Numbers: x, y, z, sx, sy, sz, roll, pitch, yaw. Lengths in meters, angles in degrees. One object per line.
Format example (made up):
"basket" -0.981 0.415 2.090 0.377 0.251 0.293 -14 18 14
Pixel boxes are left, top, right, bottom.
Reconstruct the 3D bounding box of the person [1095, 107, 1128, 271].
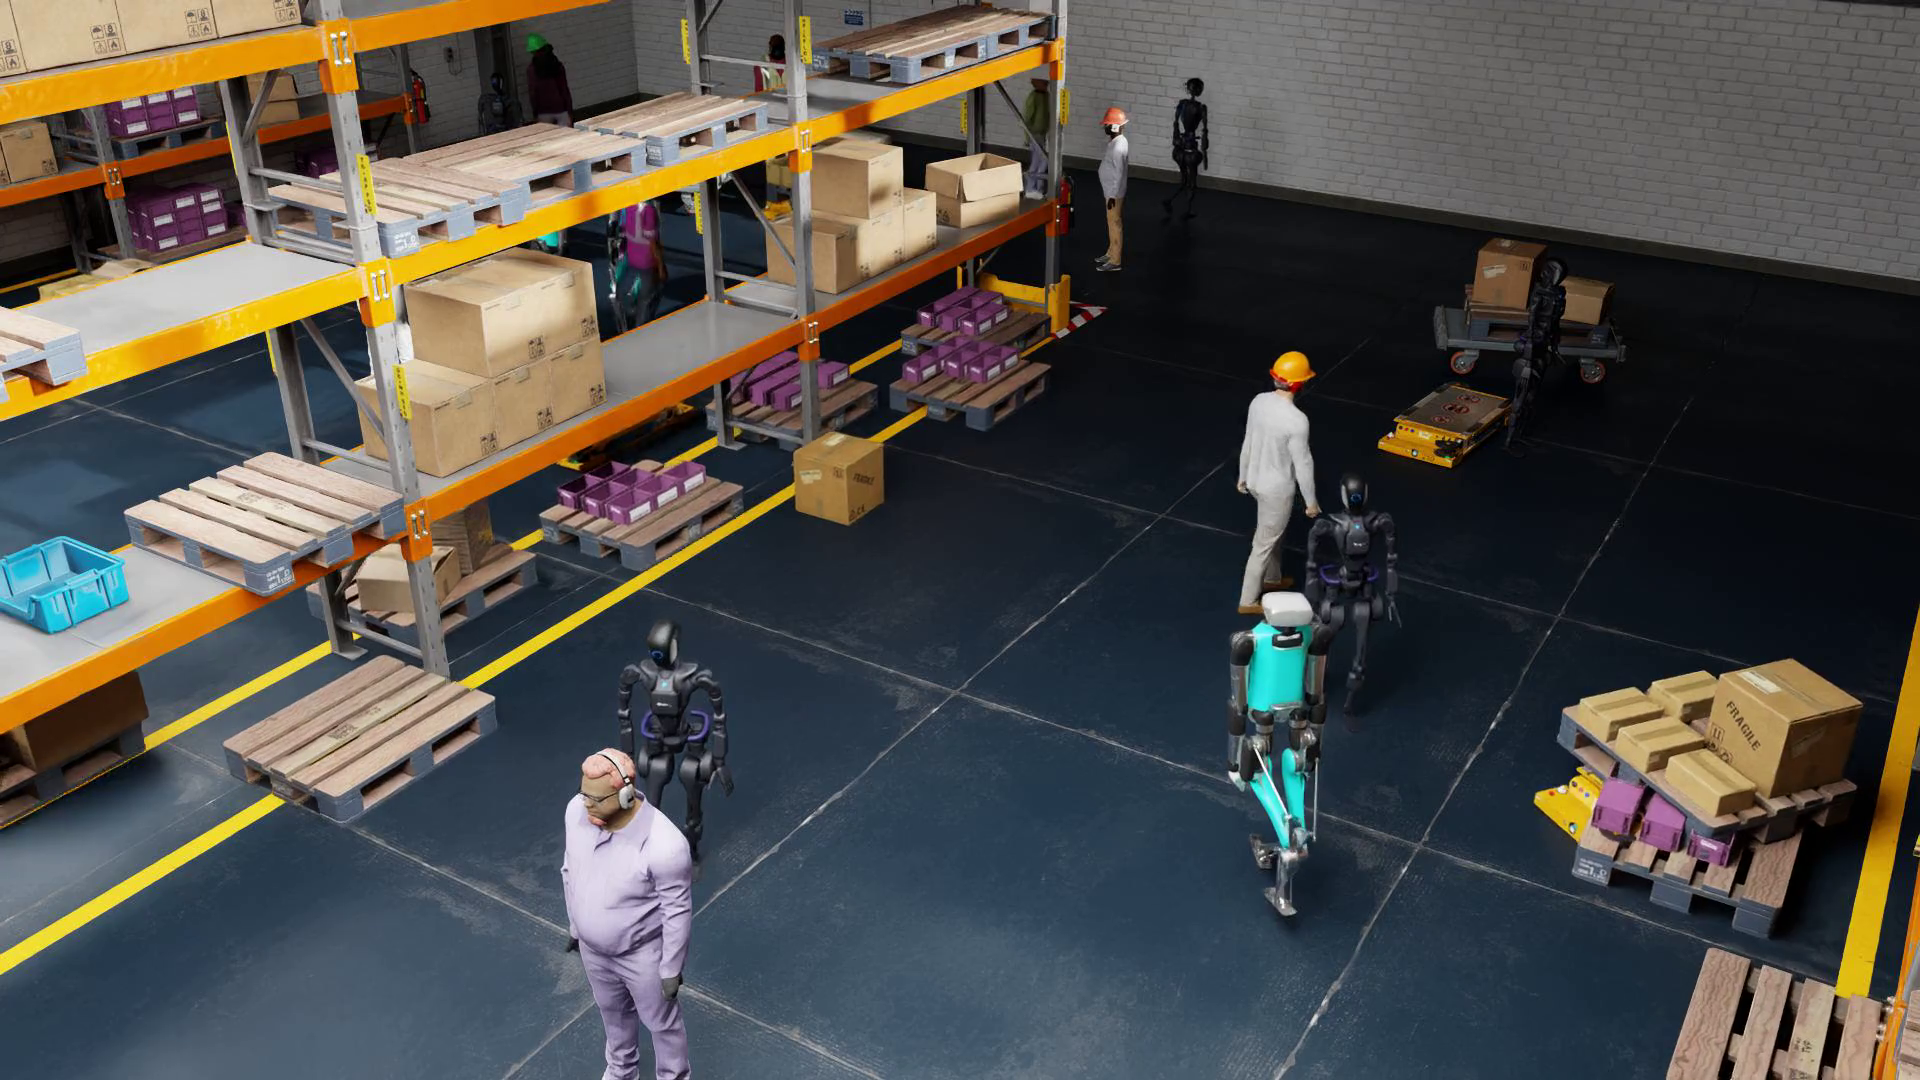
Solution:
"person" 1.653 -3.812 18.068 0.328 1.751 0.567 1 27 3

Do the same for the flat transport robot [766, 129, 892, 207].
"flat transport robot" -1.613 -4.072 20.222 1.431 0.231 0.659 20 33 34

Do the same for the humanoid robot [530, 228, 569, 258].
"humanoid robot" -3.916 -2.365 15.323 0.530 1.859 0.713 24 35 38

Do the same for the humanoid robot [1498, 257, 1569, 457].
"humanoid robot" 4.733 -1.517 13.618 0.315 1.654 0.599 24 35 39

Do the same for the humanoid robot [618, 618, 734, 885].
"humanoid robot" -1.455 1.087 8.510 0.596 1.645 0.407 1 27 2

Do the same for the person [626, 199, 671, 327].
"person" -2.930 -2.658 15.710 0.474 1.824 0.546 -15 31 -27

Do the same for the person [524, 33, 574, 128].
"person" -5.164 -5.470 21.178 0.605 1.908 0.461 -9 28 -18

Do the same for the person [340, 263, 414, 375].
"person" -5.183 -2.287 14.861 0.630 1.938 0.363 -2 27 -3

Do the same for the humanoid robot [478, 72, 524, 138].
"humanoid robot" -5.585 -4.860 20.250 0.590 1.621 0.763 -2 27 -3

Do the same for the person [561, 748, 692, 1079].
"person" -1.418 1.706 7.029 0.642 1.908 0.414 15 30 27

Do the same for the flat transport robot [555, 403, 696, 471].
"flat transport robot" -2.963 -0.967 14.103 0.659 0.231 1.431 16 31 29

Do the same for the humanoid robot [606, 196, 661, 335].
"humanoid robot" -3.160 -2.654 15.842 0.531 1.733 1.010 4 27 7

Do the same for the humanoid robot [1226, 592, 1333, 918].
"humanoid robot" 1.637 1.155 8.308 0.537 1.763 0.941 -7 28 -14

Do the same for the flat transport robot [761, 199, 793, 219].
"flat transport robot" -1.826 -4.186 20.446 0.659 0.231 1.431 13 30 24

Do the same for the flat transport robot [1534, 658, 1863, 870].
"flat transport robot" 4.032 1.452 9.338 1.431 0.231 0.659 -9 28 -18

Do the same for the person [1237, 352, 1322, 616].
"person" 2.182 -0.386 11.190 0.727 1.867 0.606 -13 30 -24

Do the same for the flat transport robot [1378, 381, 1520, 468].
"flat transport robot" 4.180 -0.992 14.152 0.659 0.231 1.431 20 33 34

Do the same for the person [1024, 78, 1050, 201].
"person" 1.038 -4.975 20.501 0.565 1.611 0.516 16 31 28

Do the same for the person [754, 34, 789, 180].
"person" -2.325 -5.578 21.454 0.632 1.839 0.429 -8 28 -16

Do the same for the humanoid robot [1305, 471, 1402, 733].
"humanoid robot" 2.348 0.335 9.999 0.608 1.641 0.537 -2 27 -4

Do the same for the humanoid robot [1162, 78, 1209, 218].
"humanoid robot" 2.705 -4.663 19.828 0.388 1.641 0.609 -18 32 -31
